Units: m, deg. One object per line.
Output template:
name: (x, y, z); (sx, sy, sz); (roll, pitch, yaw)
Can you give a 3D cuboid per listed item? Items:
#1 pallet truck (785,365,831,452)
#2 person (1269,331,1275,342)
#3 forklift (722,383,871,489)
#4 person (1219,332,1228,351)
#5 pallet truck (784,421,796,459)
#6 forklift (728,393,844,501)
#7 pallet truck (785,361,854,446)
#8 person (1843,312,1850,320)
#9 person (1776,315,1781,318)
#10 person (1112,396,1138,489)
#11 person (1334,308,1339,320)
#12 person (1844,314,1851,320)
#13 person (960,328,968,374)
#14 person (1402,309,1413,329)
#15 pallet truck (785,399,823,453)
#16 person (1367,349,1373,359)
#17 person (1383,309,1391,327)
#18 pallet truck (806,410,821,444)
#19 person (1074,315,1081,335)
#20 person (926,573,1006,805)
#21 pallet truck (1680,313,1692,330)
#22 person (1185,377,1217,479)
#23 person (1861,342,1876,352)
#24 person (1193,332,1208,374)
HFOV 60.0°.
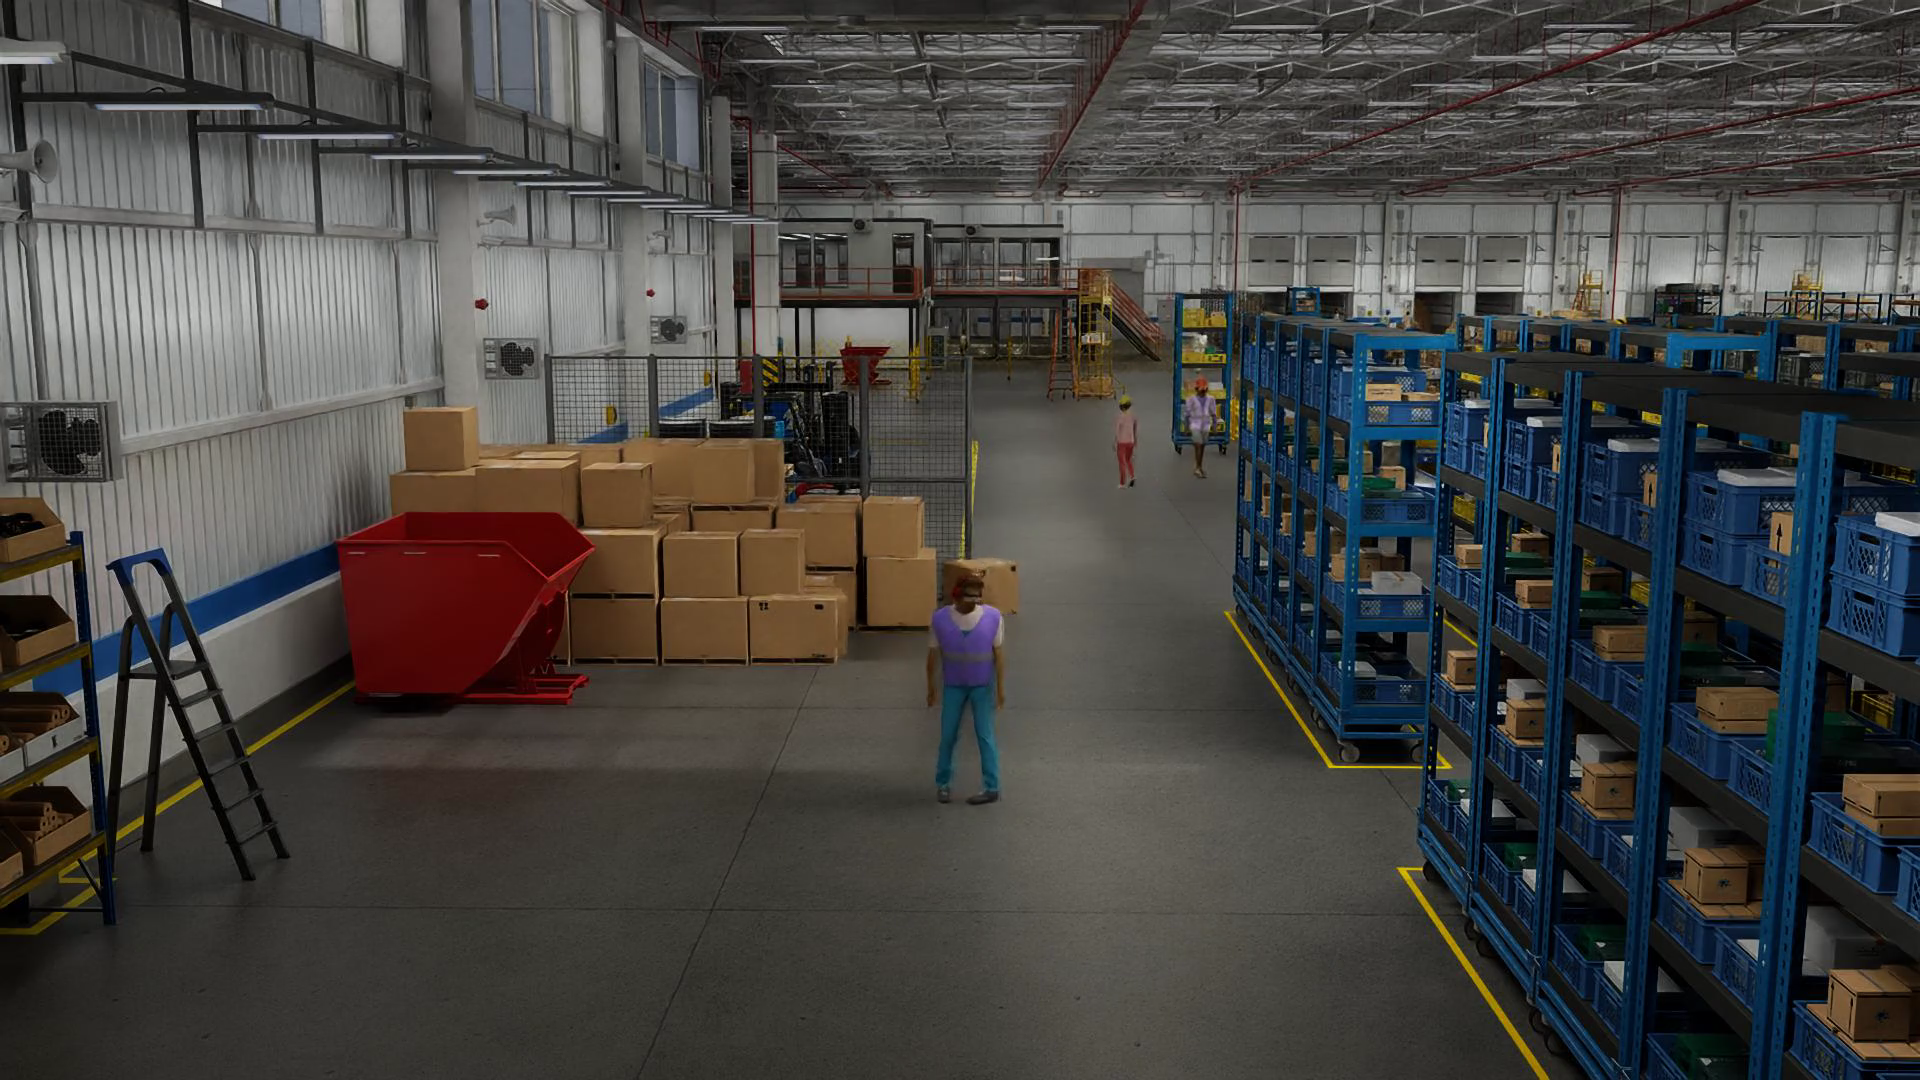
pallet truck: (-3.774, -2.976, 37.635); (1.885, 1.965, 0.823); (1, 9, 5)
person: (13.863, -8.662, 73.165); (0.862, 1.838, 0.709); (-3, 10, -17)
forklift: (-2.893, -1.687, 28.729); (2.680, 1.987, 1.157); (0, 9, -1)
person: (12.338, -9.469, 77.928); (0.391, 1.922, 0.593); (7, 12, 37)
pallet truck: (-4.013, -1.793, 32.705); (1.601, 1.201, 0.680); (0, 9, 1)
forklift: (-2.979, -1.316, 26.476); (2.680, 1.987, 1.157); (0, 9, 1)
pallet truck: (-3.410, -3.193, 38.978); (1.885, 1.965, 0.823); (0, 9, -1)
person: (47.593, -11.312, 89.357); (0.842, 1.905, 0.544); (-4, 10, -24)
person: (41.052, -10.371, 83.565); (0.633, 1.888, 0.586); (-4, 10, -24)
person: (3.094, -1.839, 31.345); (0.545, 1.753, 0.364); (-5, 10, -27)
person: (22.161, -12.703, 98.015); (0.319, 1.876, 0.532); (1, 9, 7)
person: (45.934, -10.782, 86.173); (0.634, 1.885, 1.028); (-7, 12, -38)
person: (0.157, -7.489, 65.963); (0.343, 1.839, 0.506); (0, 9, -1)
person: (25.443, -12.160, 94.562); (0.627, 1.903, 0.423); (0, 9, 3)
pallet truck: (-3.814, -2.432, 36.419); (1.630, 1.274, 0.653); (0, 9, 1)
person: (12.960, -5.243, 52.172); (0.404, 1.824, 0.586); (-1, 9, -7)
person: (24.018, -12.060, 93.906); (0.683, 1.919, 0.624); (1, 9, 6)
pallet truck: (-3.559, -2.018, 33.905); (1.522, 1.261, 0.704); (0, 9, -1)
person: (6.854, -12.366, 95.853); (0.584, 1.911, 0.391); (-5, 10, -26)
person: (0.045, 1.135, 12.853); (0.626, 1.821, 0.484); (0, 9, 0)
pallet truck: (36.315, -10.531, 84.244); (0.823, 1.965, 1.885); (-6, 11, -33)
person: (4.791, -2.250, 33.158); (0.620, 2.007, 1.017); (-1, 9, -7)
person: (31.511, -6.060, 57.763); (0.513, 1.639, 0.311); (7, 11, 35)
person: (9.629, -7.530, 66.183); (0.625, 1.852, 0.741); (-5, 10, -27)
